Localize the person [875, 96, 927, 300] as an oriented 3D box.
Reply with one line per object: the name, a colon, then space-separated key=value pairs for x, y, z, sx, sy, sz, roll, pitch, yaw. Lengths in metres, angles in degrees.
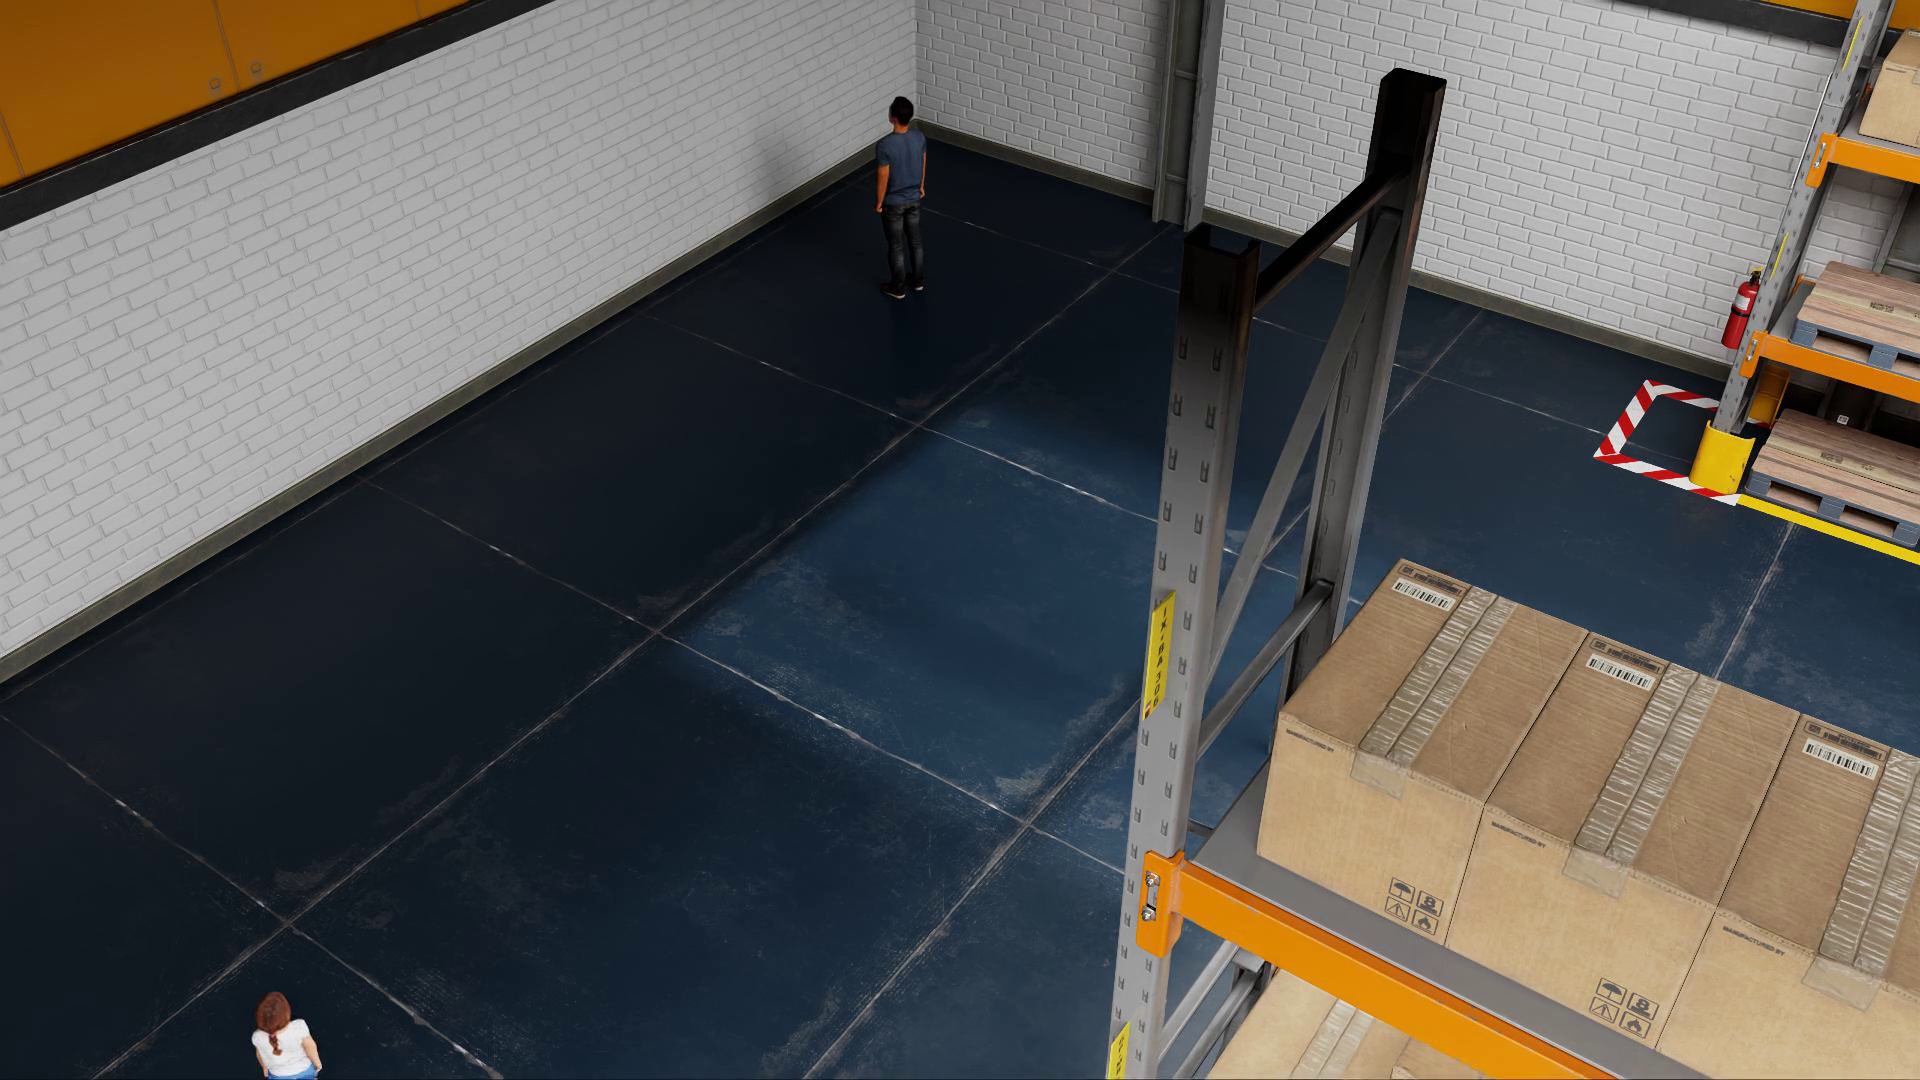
person: x=-0.497 y=-2.936 z=14.259 sx=0.709 sy=1.811 sz=0.658 roll=-25 pitch=45 yaw=-28

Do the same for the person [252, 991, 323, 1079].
person: x=-3.231 y=2.564 z=8.017 sx=0.606 sy=1.007 sz=0.742 roll=-16 pitch=41 yaw=-19
